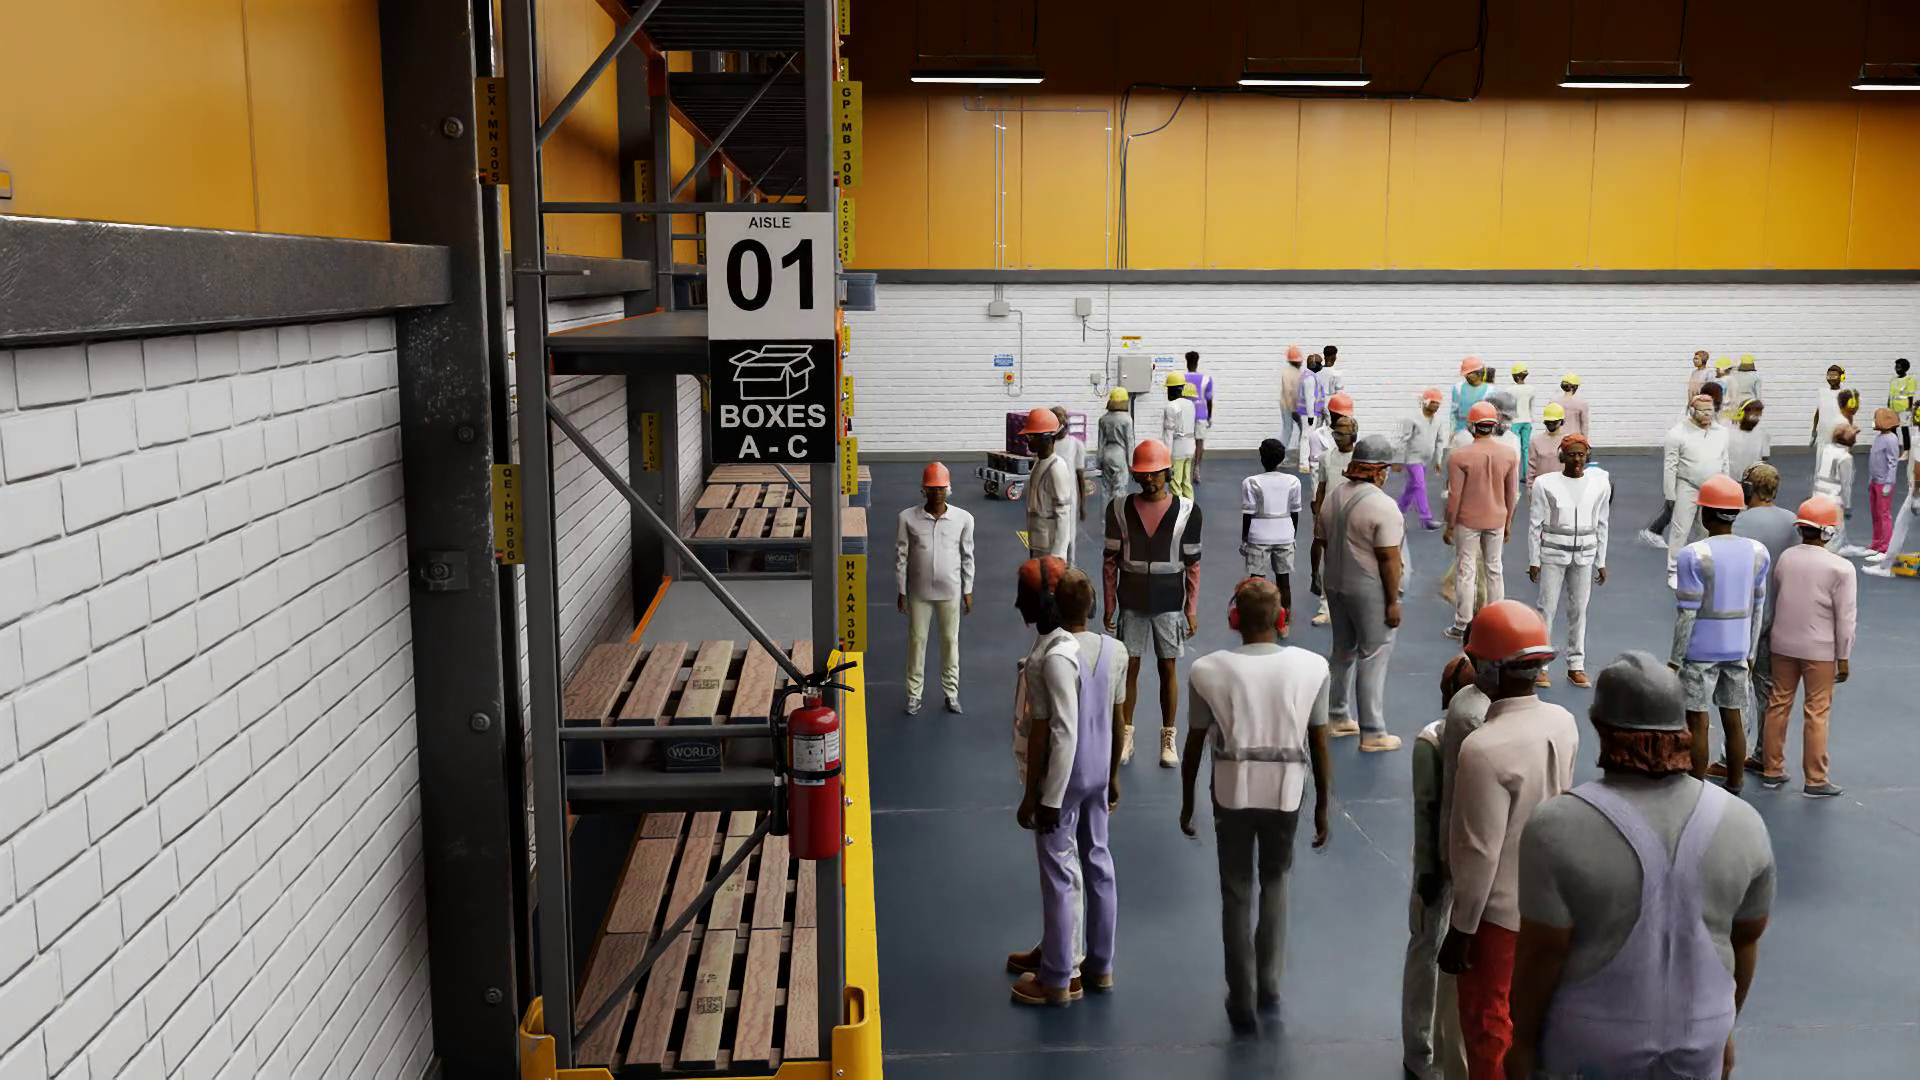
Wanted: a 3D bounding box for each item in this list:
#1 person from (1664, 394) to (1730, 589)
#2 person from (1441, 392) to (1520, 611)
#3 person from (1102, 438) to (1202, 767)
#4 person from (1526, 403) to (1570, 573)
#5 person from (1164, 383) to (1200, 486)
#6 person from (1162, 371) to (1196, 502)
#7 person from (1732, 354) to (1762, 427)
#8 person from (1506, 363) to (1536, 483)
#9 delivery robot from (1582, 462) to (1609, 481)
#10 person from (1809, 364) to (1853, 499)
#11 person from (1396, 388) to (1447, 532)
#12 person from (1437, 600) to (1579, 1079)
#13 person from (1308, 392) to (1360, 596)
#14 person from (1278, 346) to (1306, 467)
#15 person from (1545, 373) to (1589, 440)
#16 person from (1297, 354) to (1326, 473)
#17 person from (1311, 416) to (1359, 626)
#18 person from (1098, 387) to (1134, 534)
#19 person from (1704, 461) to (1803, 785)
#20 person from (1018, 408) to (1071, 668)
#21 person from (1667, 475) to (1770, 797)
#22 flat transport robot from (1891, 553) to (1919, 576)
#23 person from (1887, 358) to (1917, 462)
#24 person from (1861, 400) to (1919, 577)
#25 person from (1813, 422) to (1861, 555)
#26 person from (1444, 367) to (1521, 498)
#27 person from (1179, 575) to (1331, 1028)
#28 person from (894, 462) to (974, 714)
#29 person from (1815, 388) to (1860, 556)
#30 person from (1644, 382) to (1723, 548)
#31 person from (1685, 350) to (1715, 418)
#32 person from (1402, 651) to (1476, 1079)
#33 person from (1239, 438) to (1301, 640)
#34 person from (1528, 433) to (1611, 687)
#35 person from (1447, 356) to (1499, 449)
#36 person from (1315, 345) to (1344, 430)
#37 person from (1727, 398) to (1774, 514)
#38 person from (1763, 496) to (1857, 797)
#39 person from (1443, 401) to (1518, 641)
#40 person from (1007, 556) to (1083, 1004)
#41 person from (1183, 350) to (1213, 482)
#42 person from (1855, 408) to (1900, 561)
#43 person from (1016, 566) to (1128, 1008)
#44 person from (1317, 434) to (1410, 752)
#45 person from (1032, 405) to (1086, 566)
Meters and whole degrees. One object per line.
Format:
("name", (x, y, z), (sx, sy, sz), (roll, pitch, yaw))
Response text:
("person", (7.111, -0.456, 16.042), (0.634, 1.899, 0.404), (-1, 9, -6))
("person", (4.730, -0.343, 14.871), (0.708, 2.000, 0.574), (-4, 10, -25))
("person", (1.175, 0.390, 10.264), (0.610, 2.043, 0.375), (2, 9, 11))
("person", (5.975, -0.509, 16.805), (0.518, 1.757, 0.338), (6, 11, 33))
("person", (2.619, -1.090, 20.604), (0.660, 1.717, 0.533), (-1, 9, -4))
("person", (2.527, -1.007, 19.440), (0.413, 1.919, 0.589), (7, 11, 37))
("person", (12.931, -2.192, 27.408), (0.487, 1.745, 0.290), (6, 11, 32))
("person", (8.140, -1.697, 24.259), (0.523, 1.760, 0.334), (-3, 10, -18))
("delivery robot", (8.375, -0.786, 22.010), (0.477, 0.478, 0.707), (4, 10, 26))
("person", (11.415, -1.363, 21.805), (0.328, 1.874, 0.521), (-7, 11, -38))
("person", (5.476, -0.954, 19.760), (0.577, 1.699, 0.851), (-6, 11, -33))
("person", (1.772, 1.181, 5.449), (0.622, 1.992, 0.375), (-9, 13, -44))
("person", (3.567, -0.438, 15.805), (0.544, 1.934, 0.365), (-4, 10, -22))
("person", (5.290, -2.062, 26.022), (0.686, 1.930, 0.799), (-7, 11, -37))
("person", (7.911, -1.291, 21.694), (0.533, 1.763, 0.325), (4, 10, 24))
("person", (5.401, -1.946, 25.598), (0.430, 1.835, 0.628), (2, 9, 10))
("person", (3.295, -0.152, 14.289), (0.516, 1.842, 0.325), (6, 11, 32))
("person", (1.840, -0.918, 19.419), (0.492, 1.740, 0.324), (9, 12, 43))
("person", (4.724, 0.493, 9.939), (0.631, 1.939, 0.369), (-3, 10, -20))
("person", (0.628, 0.024, 12.560), (0.393, 2.041, 0.613), (-2, 9, -12))
("person", (4.170, 0.605, 9.235), (0.543, 1.939, 0.361), (-2, 9, -12))
("flat transport robot", (10.036, 0.289, 16.438), (0.652, 0.197, 1.431), (-6, 11, -33))
("person", (15.356, -2.126, 27.158), (0.321, 1.689, 0.532), (-2, 9, -12))
("person", (9.514, -0.474, 16.422), (0.541, 1.822, 0.977), (-5, 10, -28))
("person", (8.539, -0.367, 16.387), (0.412, 1.612, 0.631), (1, 9, 4))
("person", (7.045, -1.429, 22.424), (0.983, 1.818, 0.533), (1, 9, 8))
("person", (1.185, 1.053, 6.747), (0.585, 1.826, 0.514), (0, 9, 0))
("person", (-0.177, 0.332, 11.516), (0.560, 1.756, 0.318), (-1, 9, -4))
("person", (9.352, -0.704, 17.815), (0.546, 1.861, 0.595), (4, 10, 23))
("person", (8.116, -0.816, 18.367), (0.963, 1.879, 0.607), (4, 10, 23))
("person", (11.764, -2.098, 26.500), (0.343, 1.847, 0.506), (-2, 9, -13))
("person", (1.884, 1.223, 6.285), (0.514, 1.642, 0.314), (-6, 11, -35))
("person", (2.561, 0.004, 13.763), (0.536, 1.700, 0.318), (-2, 9, -14))
("person", (4.477, 0.153, 12.255), (0.574, 1.883, 0.356), (0, 9, 2))
("person", (6.547, -1.334, 21.177), (0.620, 2.007, 0.524), (7, 12, 38))
("person", (5.705, -2.057, 25.912), (0.606, 1.957, 0.385), (8, 12, 41))
("person", (7.808, -0.523, 16.659), (0.522, 1.836, 0.791), (0, 9, 1))
("person", (4.963, 0.615, 9.742), (0.335, 1.754, 0.564), (-6, 11, -32))
("person", (4.304, -0.150, 13.801), (0.608, 1.995, 0.377), (-2, 9, -10))
("person", (0.379, 0.993, 6.969), (0.358, 1.885, 0.572), (0, 9, 2))
("person", (3.425, -1.826, 24.512), (0.595, 1.940, 0.899), (2, 9, 10))
("person", (9.802, -0.593, 17.713), (0.264, 1.632, 0.508), (2, 9, 10))
("person", (0.462, 1.019, 6.934), (0.514, 1.843, 0.333), (-6, 11, -34))
("person", (2.635, 0.316, 10.730), (0.536, 2.000, 0.680), (-4, 10, -24))
("person", (0.934, -0.373, 15.747), (0.523, 1.823, 0.726), (1, 9, 6))
